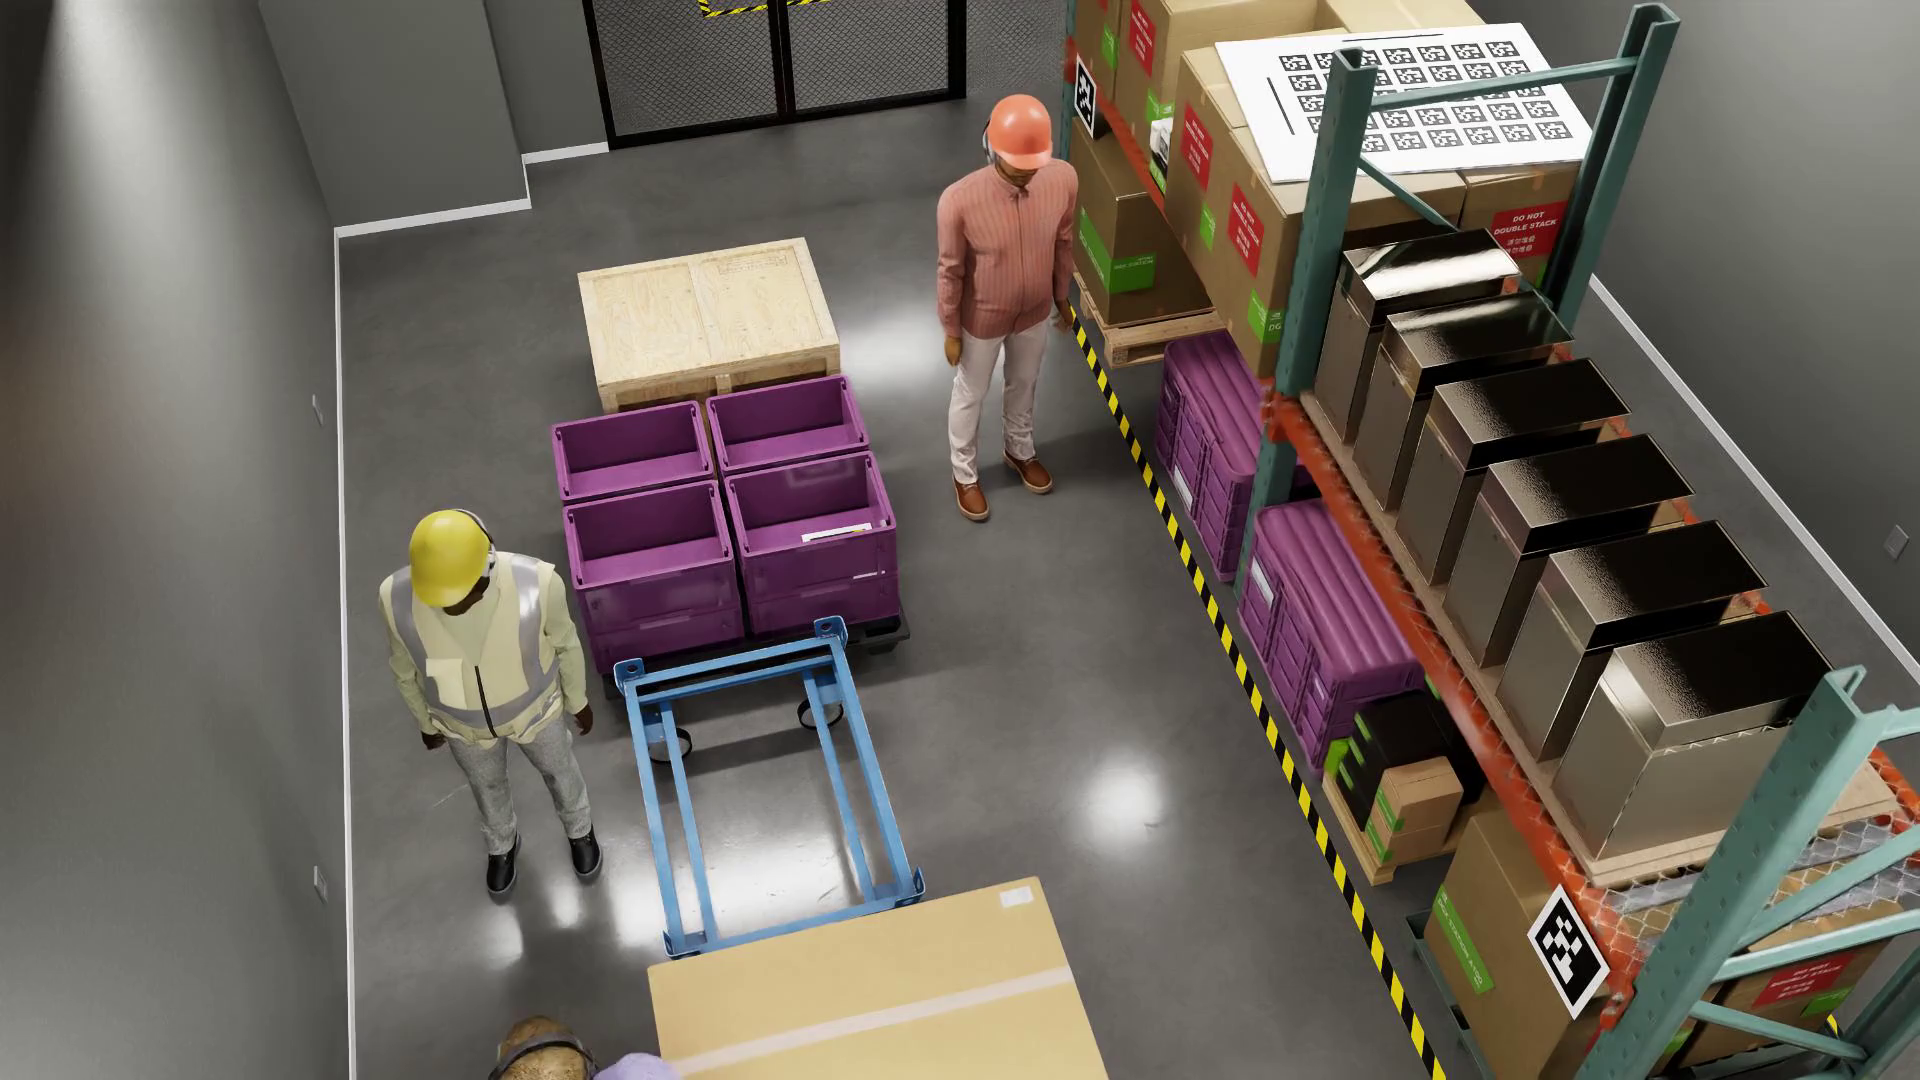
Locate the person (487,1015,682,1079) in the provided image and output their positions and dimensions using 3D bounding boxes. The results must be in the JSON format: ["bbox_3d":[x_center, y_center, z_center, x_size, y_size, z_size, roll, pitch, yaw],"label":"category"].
[{"bbox_3d":[-0.849,1.902,4.178,0.810,1.889,0.741,36,57,28],"label":"person"}]

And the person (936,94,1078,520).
[{"bbox_3d":[0.197,-0.921,6.697,0.613,1.992,0.397,-20,51,-18],"label":"person"}]

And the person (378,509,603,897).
[{"bbox_3d":[-1.509,0.545,5.464,0.589,1.822,0.403,-8,48,-8],"label":"person"}]
